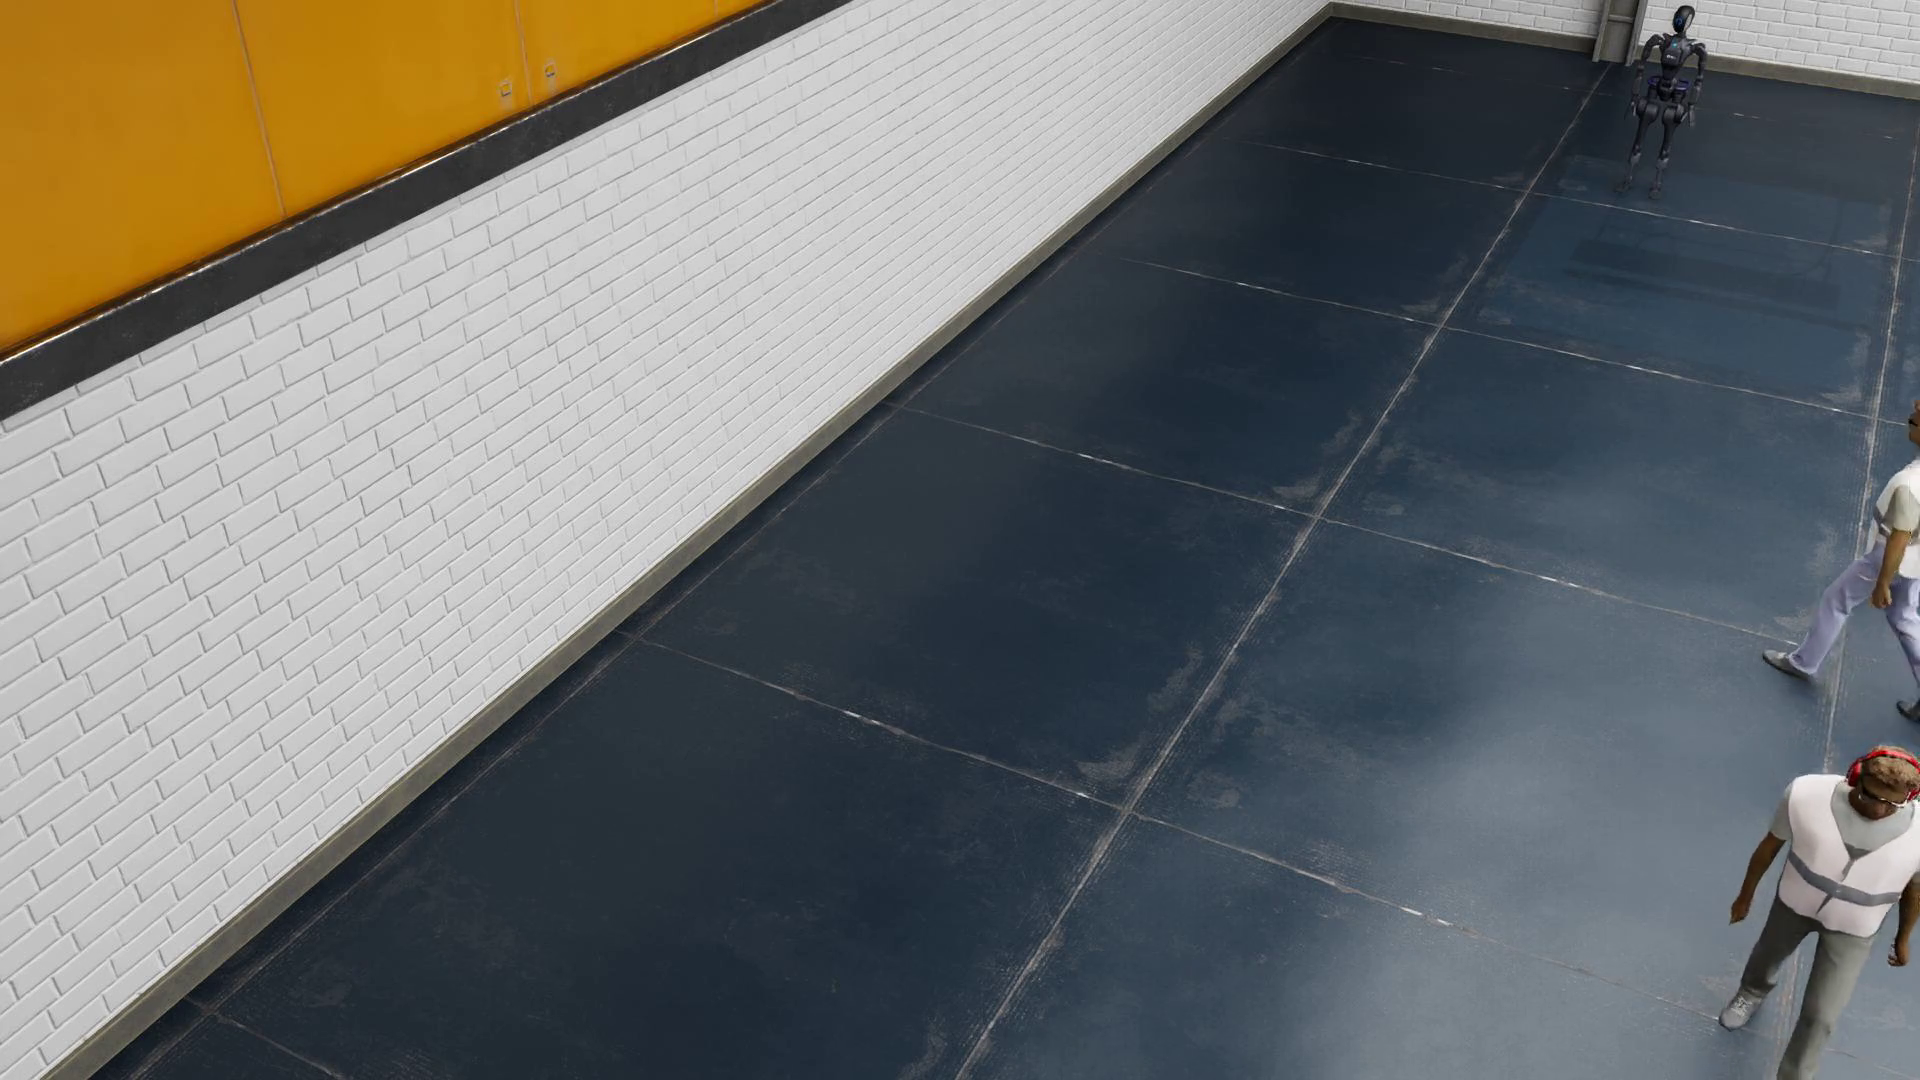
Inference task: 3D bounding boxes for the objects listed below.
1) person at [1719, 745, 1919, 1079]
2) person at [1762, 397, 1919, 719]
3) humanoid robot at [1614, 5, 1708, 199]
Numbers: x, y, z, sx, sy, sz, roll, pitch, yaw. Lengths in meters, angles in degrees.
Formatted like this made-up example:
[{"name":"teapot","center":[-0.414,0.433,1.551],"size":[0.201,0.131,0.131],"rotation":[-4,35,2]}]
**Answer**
[{"name":"person","center":[3.314,1.494,6.397],"size":[0.630,1.783,0.988],"rotation":[21,39,28]},{"name":"person","center":[4.813,0.099,8.455],"size":[0.572,1.805,0.901],"rotation":[-22,40,-30]},{"name":"humanoid robot","center":[6.061,-3.765,14.305],"size":[0.599,1.657,0.315],"rotation":[21,39,28]}]
